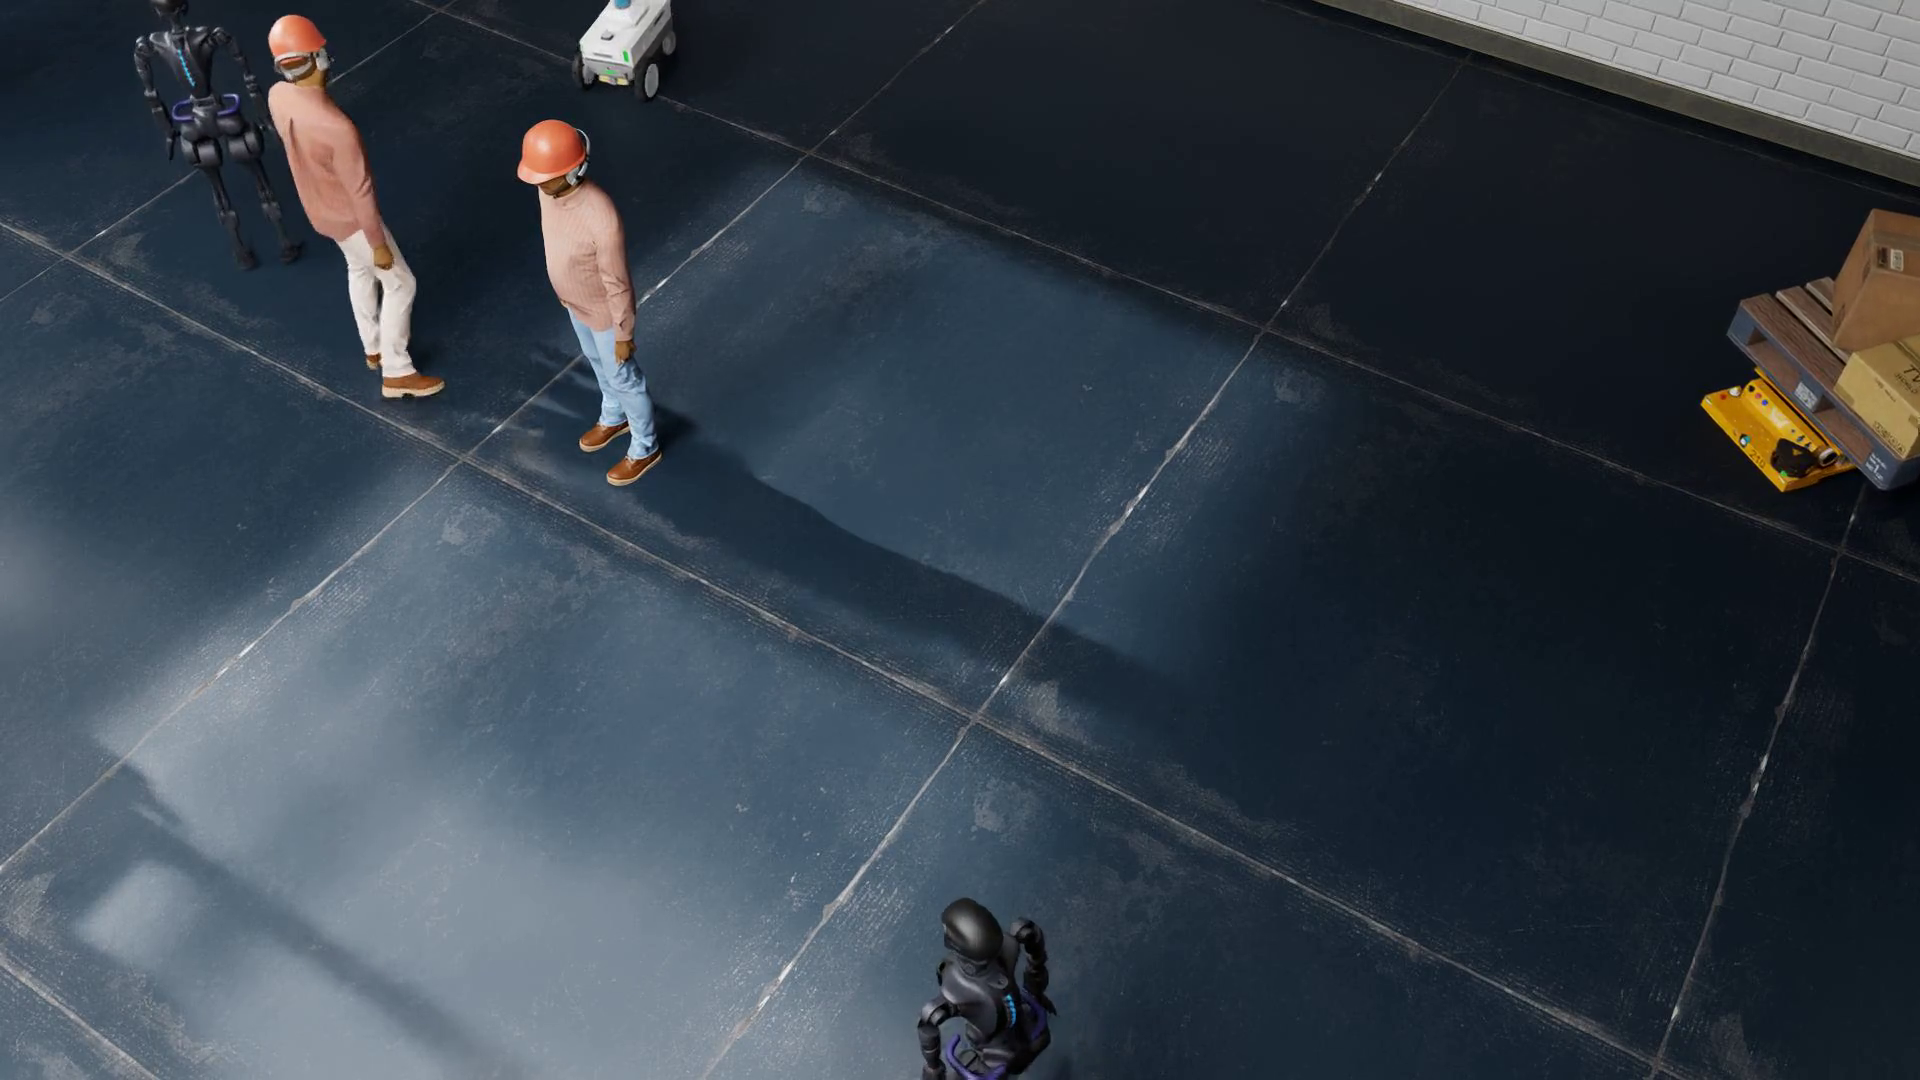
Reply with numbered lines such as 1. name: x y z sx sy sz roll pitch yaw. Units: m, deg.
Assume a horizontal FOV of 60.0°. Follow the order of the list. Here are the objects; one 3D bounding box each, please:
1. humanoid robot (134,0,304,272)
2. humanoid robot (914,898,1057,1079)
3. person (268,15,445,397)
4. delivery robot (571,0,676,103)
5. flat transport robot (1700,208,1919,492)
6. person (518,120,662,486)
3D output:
1. humanoid robot: -3.917 -2.167 8.769 0.612 1.656 0.307 -11 50 -10
2. humanoid robot: 0.081 1.649 5.446 0.536 1.644 0.614 36 58 27
3. person: -2.983 -1.594 8.095 0.715 1.950 0.488 34 57 26
4. delivery robot: -2.070 -3.138 10.352 0.499 0.569 0.749 12 50 11
5. flat transport robot: 4.571 -0.693 8.421 1.431 0.231 0.659 -15 51 -13
6. person: -1.687 -1.083 7.626 0.402 1.986 0.610 -31 56 -24
